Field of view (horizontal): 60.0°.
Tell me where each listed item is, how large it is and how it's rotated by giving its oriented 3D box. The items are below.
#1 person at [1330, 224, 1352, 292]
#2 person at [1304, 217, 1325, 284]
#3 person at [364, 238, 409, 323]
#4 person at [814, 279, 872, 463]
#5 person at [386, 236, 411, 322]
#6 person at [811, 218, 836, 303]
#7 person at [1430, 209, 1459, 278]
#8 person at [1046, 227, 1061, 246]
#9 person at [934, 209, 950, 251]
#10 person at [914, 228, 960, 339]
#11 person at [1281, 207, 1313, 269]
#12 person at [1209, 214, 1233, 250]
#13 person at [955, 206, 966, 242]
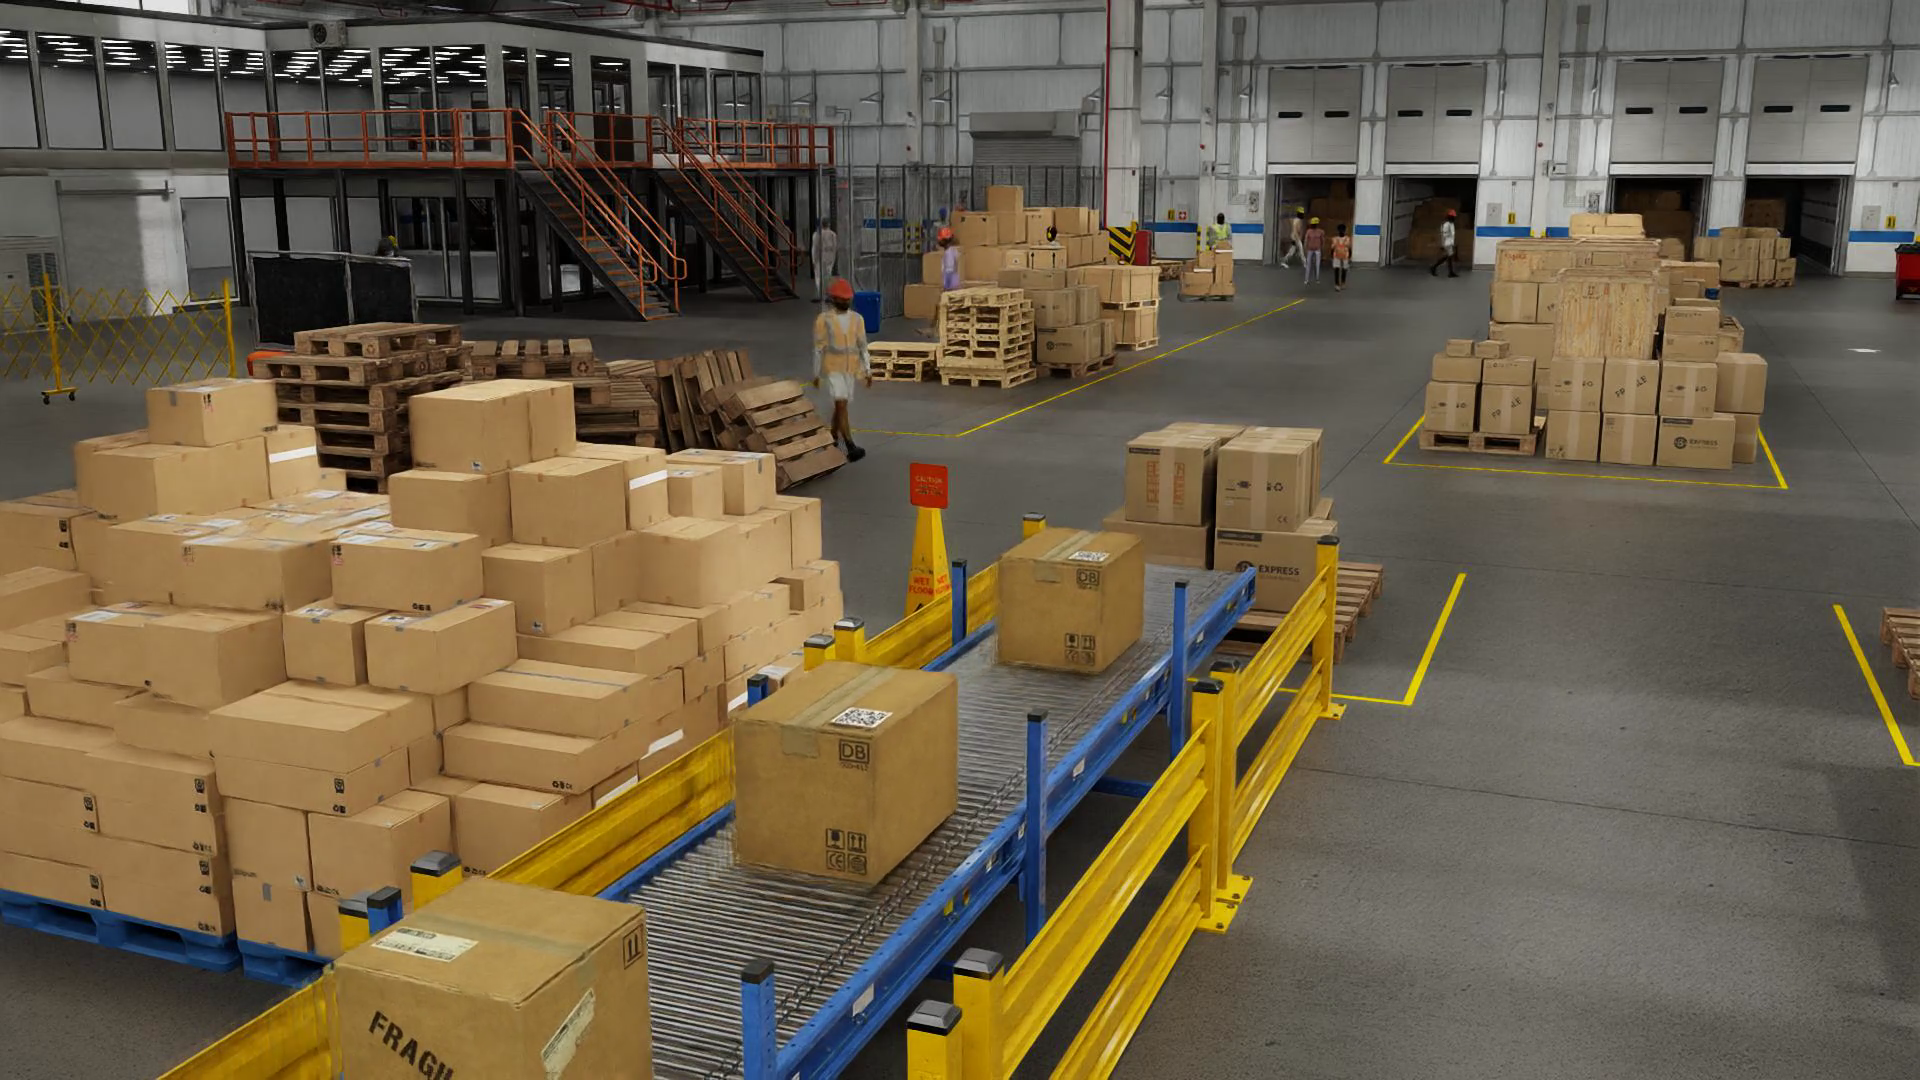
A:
[{"bbox_3d":[9.530,-7.070,41.617,0.538,1.673,0.651,3,13,14],"label":"person"},{"bbox_3d":[9.413,-7.688,44.195,0.527,1.765,0.329,4,13,17],"label":"person"},{"bbox_3d":[-8.747,-3.647,25.443,1.045,2.000,0.693,9,15,34],"label":"person"},{"bbox_3d":[-1.204,-1.769,17.371,0.567,1.882,0.978,-8,15,-31],"label":"person"},{"bbox_3d":[-9.405,-4.081,27.649,0.586,1.928,0.365,-8,15,-32],"label":"person"},{"bbox_3d":[-3.105,-6.343,37.790,0.640,1.931,0.375,-9,15,-35],"label":"person"},{"bbox_3d":[13.707,-8.363,46.902,0.859,1.911,0.554,9,15,35],"label":"person"},{"bbox_3d":[1.850,-5.391,33.666,0.313,1.864,0.538,8,15,31],"label":"person"},{"bbox_3d":[-0.460,-8.250,46.335,0.612,1.938,0.423,-2,13,-9],"label":"person"},{"bbox_3d":[-0.286,-4.523,29.501,1.033,1.981,0.627,-1,13,-6],"label":"person"},{"bbox_3d":[10.309,-9.248,50.936,0.972,1.885,0.602,3,13,15],"label":"person"},{"bbox_3d":[7.278,-8.191,46.393,0.640,1.791,0.983,0,13,-2],"label":"person"},{"bbox_3d":[0.010,-8.457,47.168,0.664,1.984,0.370,1,13,5],"label":"person"}]
